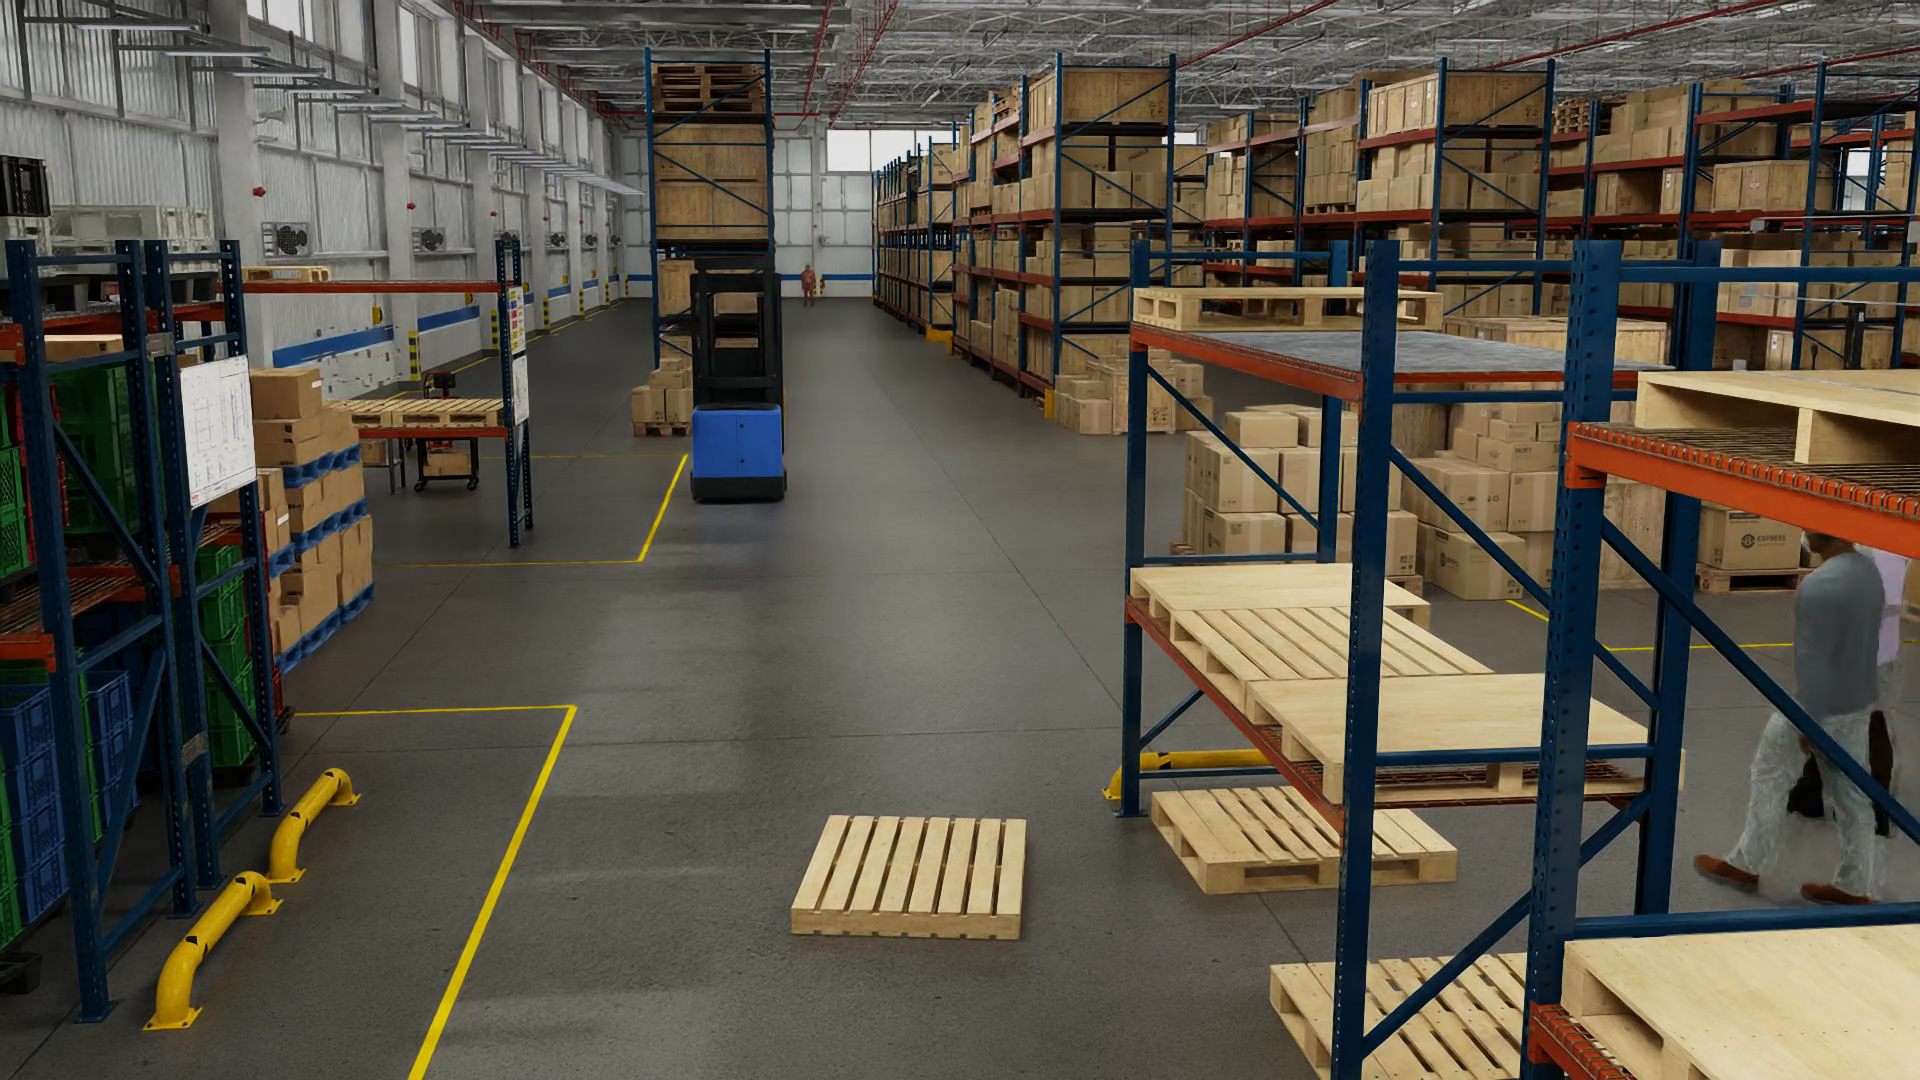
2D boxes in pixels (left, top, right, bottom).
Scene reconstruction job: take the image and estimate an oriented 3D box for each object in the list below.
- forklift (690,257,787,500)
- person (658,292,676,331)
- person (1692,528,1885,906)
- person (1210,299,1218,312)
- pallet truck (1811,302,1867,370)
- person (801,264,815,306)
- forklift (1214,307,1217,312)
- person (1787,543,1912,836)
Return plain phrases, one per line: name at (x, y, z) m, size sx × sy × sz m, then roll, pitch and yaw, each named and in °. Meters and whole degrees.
forklift at (-2.660, -1.971, 19.856) m, size 1.129 × 2.768 × 1.873 m, roll -1°, pitch 10°, yaw -6°
person at (-8.518, -6.653, 48.523) m, size 0.645 × 1.904 × 0.401 m, roll -7°, pitch 12°, yaw -34°
person at (3.835, 0.724, 7.619) m, size 0.649 × 1.904 × 0.870 m, roll -8°, pitch 13°, yaw -38°
person at (8.848, -8.543, 58.940) m, size 0.559 × 1.914 × 0.541 m, roll -3°, pitch 11°, yaw -18°
pallet truck at (15.846, -3.142, 28.793) m, size 1.885 × 1.965 × 0.823 m, roll 2°, pitch 10°, yaw 12°
person at (-7.028, -11.797, 77.007) m, size 0.652 × 1.904 × 0.402 m, roll 0°, pitch 10°, yaw 0°
forklift at (8.359, -7.063, 48.071) m, size 1.873 × 2.768 × 1.129 m, roll -1°, pitch 10°, yaw -6°
person at (4.584, 0.540, 8.622) m, size 0.569 × 1.908 × 0.736 m, roll -5°, pitch 11°, yaw -25°
